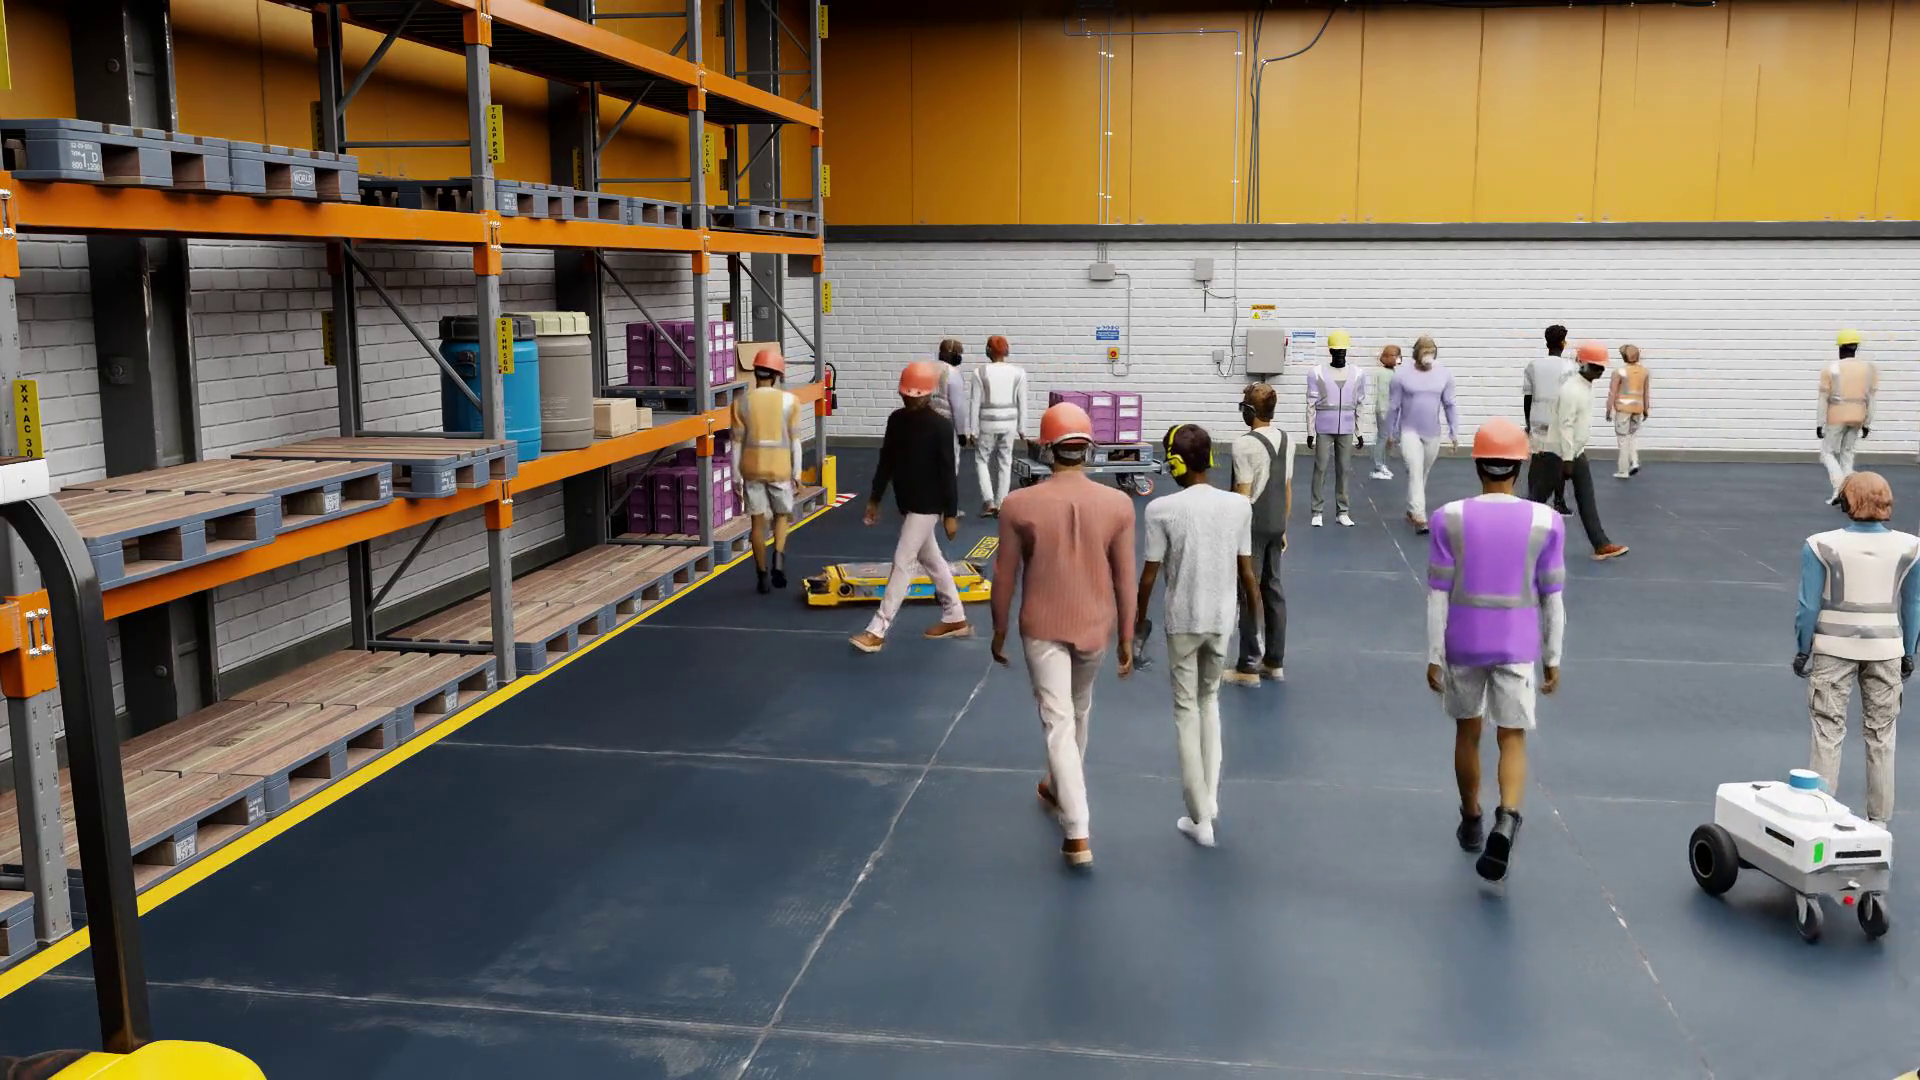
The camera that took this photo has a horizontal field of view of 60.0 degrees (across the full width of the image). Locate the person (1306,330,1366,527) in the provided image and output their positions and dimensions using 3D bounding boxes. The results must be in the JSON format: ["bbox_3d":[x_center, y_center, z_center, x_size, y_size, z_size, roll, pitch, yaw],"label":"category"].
[{"bbox_3d":[3.683,-1.088,16.310,0.588,1.927,0.371,-1,9,-5],"label":"person"}]

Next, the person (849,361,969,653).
[{"bbox_3d":[-0.314,-0.225,11.019,1.016,1.920,0.672,-6,11,-31],"label":"person"}]

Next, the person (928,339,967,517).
[{"bbox_3d":[-0.185,-1.133,16.979,0.453,1.817,0.672,-7,12,-37],"label":"person"}]

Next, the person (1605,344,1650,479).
[{"bbox_3d":[8.037,-1.549,20.050,0.544,1.623,0.372,-3,10,-16],"label":"person"}]

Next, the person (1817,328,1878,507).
[{"bbox_3d":[9.338,-1.274,17.526,0.587,1.911,0.518,0,9,3],"label":"person"}]

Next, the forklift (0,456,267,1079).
[{"bbox_3d":[-2.328,0.975,2.765,2.313,2.155,1.214,1,9,9],"label":"forklift"}]

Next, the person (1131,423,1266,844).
[{"bbox_3d":[1.047,0.399,7.403,0.593,1.839,0.619,-2,9,-13],"label":"person"}]

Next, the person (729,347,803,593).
[{"bbox_3d":[-1.507,-0.529,12.900,0.570,1.914,0.441,-1,9,-9],"label":"person"}]

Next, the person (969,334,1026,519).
[{"bbox_3d":[0.373,-1.123,16.677,0.601,1.875,0.505,-2,9,-12],"label":"person"}]

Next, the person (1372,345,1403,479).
[{"bbox_3d":[5.140,-1.528,19.966,0.375,1.619,0.522,7,12,37],"label":"person"}]

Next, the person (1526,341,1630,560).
[{"bbox_3d":[5.283,-0.773,14.439,1.065,1.907,0.650,8,12,41],"label":"person"}]

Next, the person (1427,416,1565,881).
[{"bbox_3d":[2.215,0.446,6.914,0.553,1.913,0.824,3,10,16],"label":"person"}]

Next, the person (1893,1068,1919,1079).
[{"bbox_3d":[1.248,1.309,1.914,0.654,1.813,0.792,-4,10,-25],"label":"person"}]

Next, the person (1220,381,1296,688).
[{"bbox_3d":[1.796,-0.033,10.055,0.520,1.844,0.331,-8,12,-39],"label":"person"}]

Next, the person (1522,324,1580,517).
[{"bbox_3d":[6.029,-1.210,16.938,0.607,1.966,0.367,8,12,42],"label":"person"}]

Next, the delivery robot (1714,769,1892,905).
[{"bbox_3d":[3.271,1.139,6.477,0.477,0.478,0.707,-1,10,-7],"label":"delivery robot"}]

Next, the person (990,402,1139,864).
[{"bbox_3d":[0.455,0.377,7.237,0.613,1.951,1.027,-2,10,-15],"label":"person"}]

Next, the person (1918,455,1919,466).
[{"bbox_3d":[8.660,-0.733,14.437,0.547,1.821,0.576,4,10,21],"label":"person"}]

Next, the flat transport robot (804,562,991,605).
[{"bbox_3d":[-0.463,0.321,12.711,1.431,0.197,0.652,-1,9,-8],"label":"flat transport robot"}]

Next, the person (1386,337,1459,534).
[{"bbox_3d":[4.467,-1.020,16.088,0.656,1.875,1.086,0,9,1],"label":"person"}]

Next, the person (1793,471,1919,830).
[{"bbox_3d":[3.949,0.512,7.331,0.511,1.638,0.308,2,9,12],"label":"person"}]
